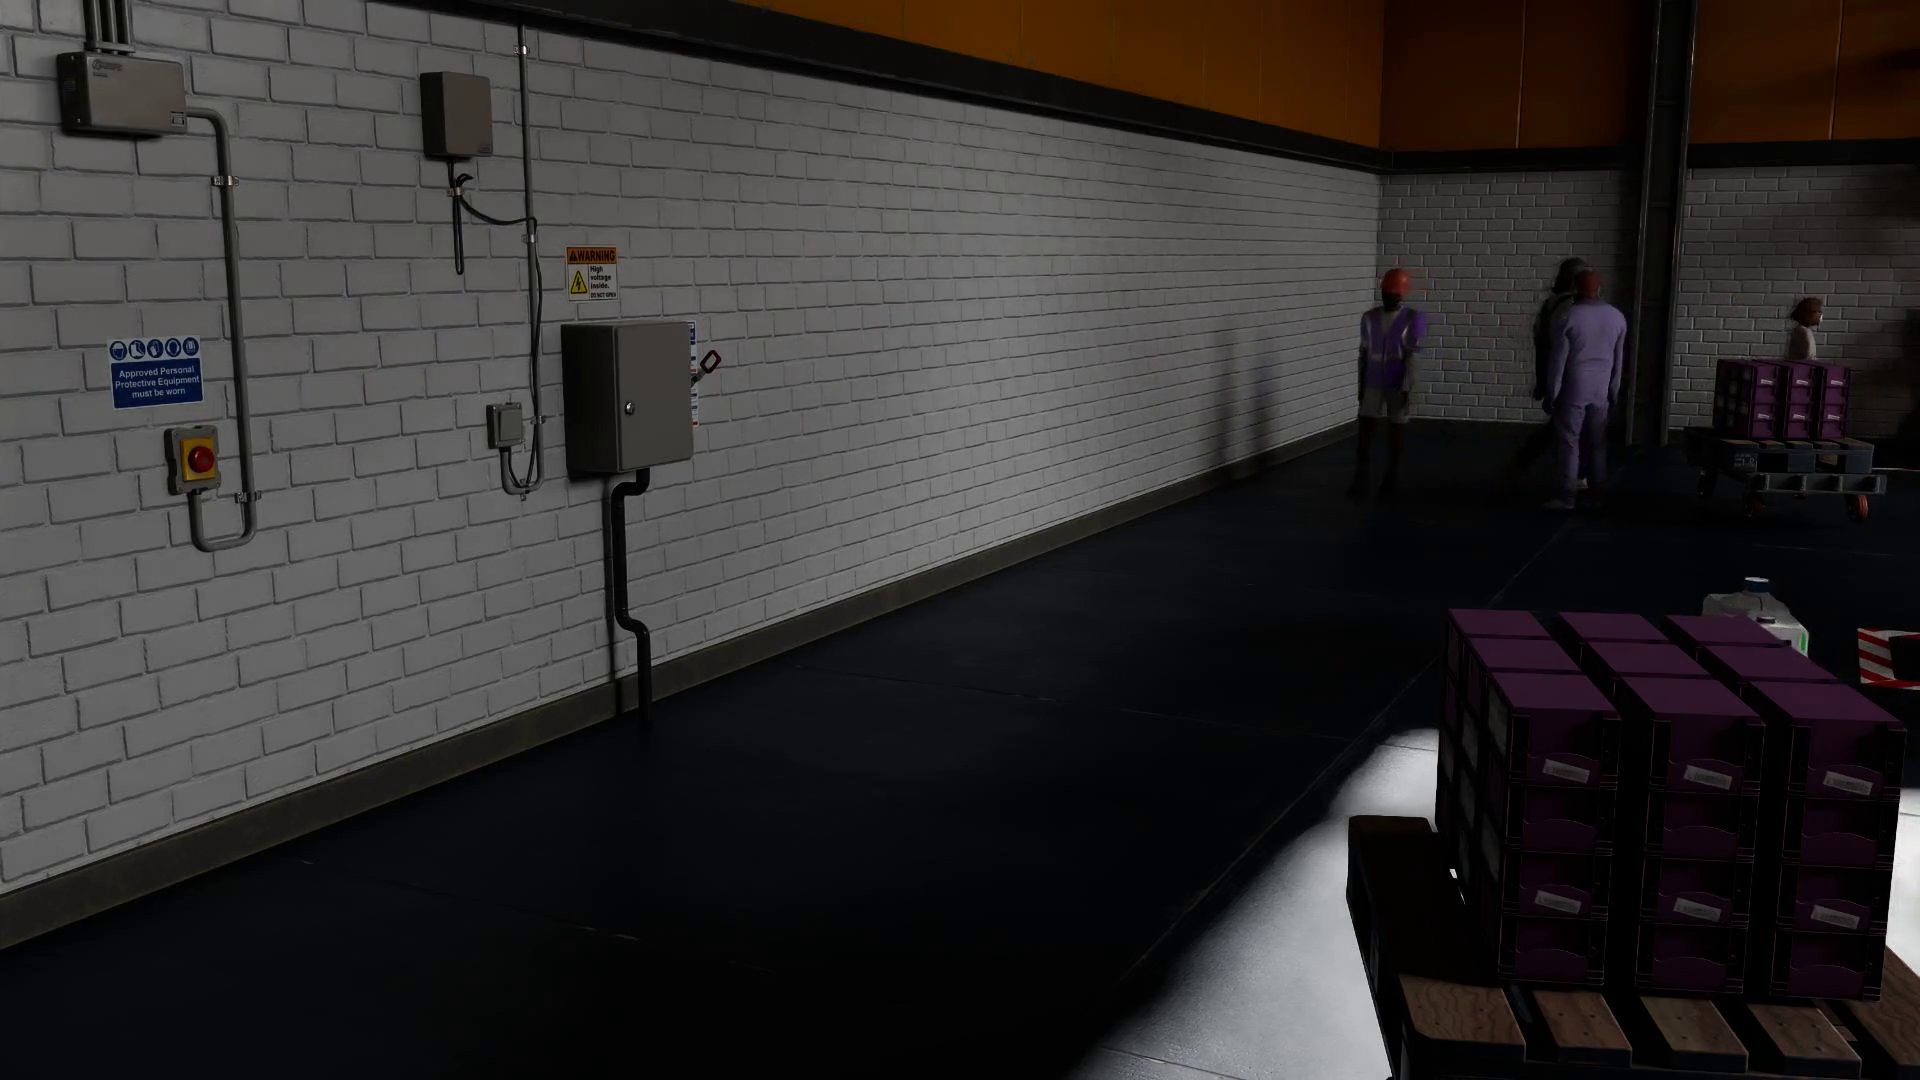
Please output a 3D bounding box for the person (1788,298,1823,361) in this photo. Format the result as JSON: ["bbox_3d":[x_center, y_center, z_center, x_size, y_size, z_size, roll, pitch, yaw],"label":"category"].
[{"bbox_3d":[7.730,-1.397,15.191,0.499,1.615,0.505,4,11,23],"label":"person"}]

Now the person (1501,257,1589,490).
[{"bbox_3d":[5.036,-1.413,14.054,0.908,2.000,0.699,-1,10,-7],"label":"person"}]

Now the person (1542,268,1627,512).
[{"bbox_3d":[4.863,-1.172,13.049,0.651,1.906,0.403,-3,10,-15],"label":"person"}]

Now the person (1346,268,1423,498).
[{"bbox_3d":[3.488,-1.275,13.674,0.555,1.888,0.821,6,12,32],"label":"person"}]

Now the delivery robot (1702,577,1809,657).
[{"bbox_3d":[3.583,0.412,7.516,0.477,0.478,0.707,3,10,15],"label":"delivery robot"}]
